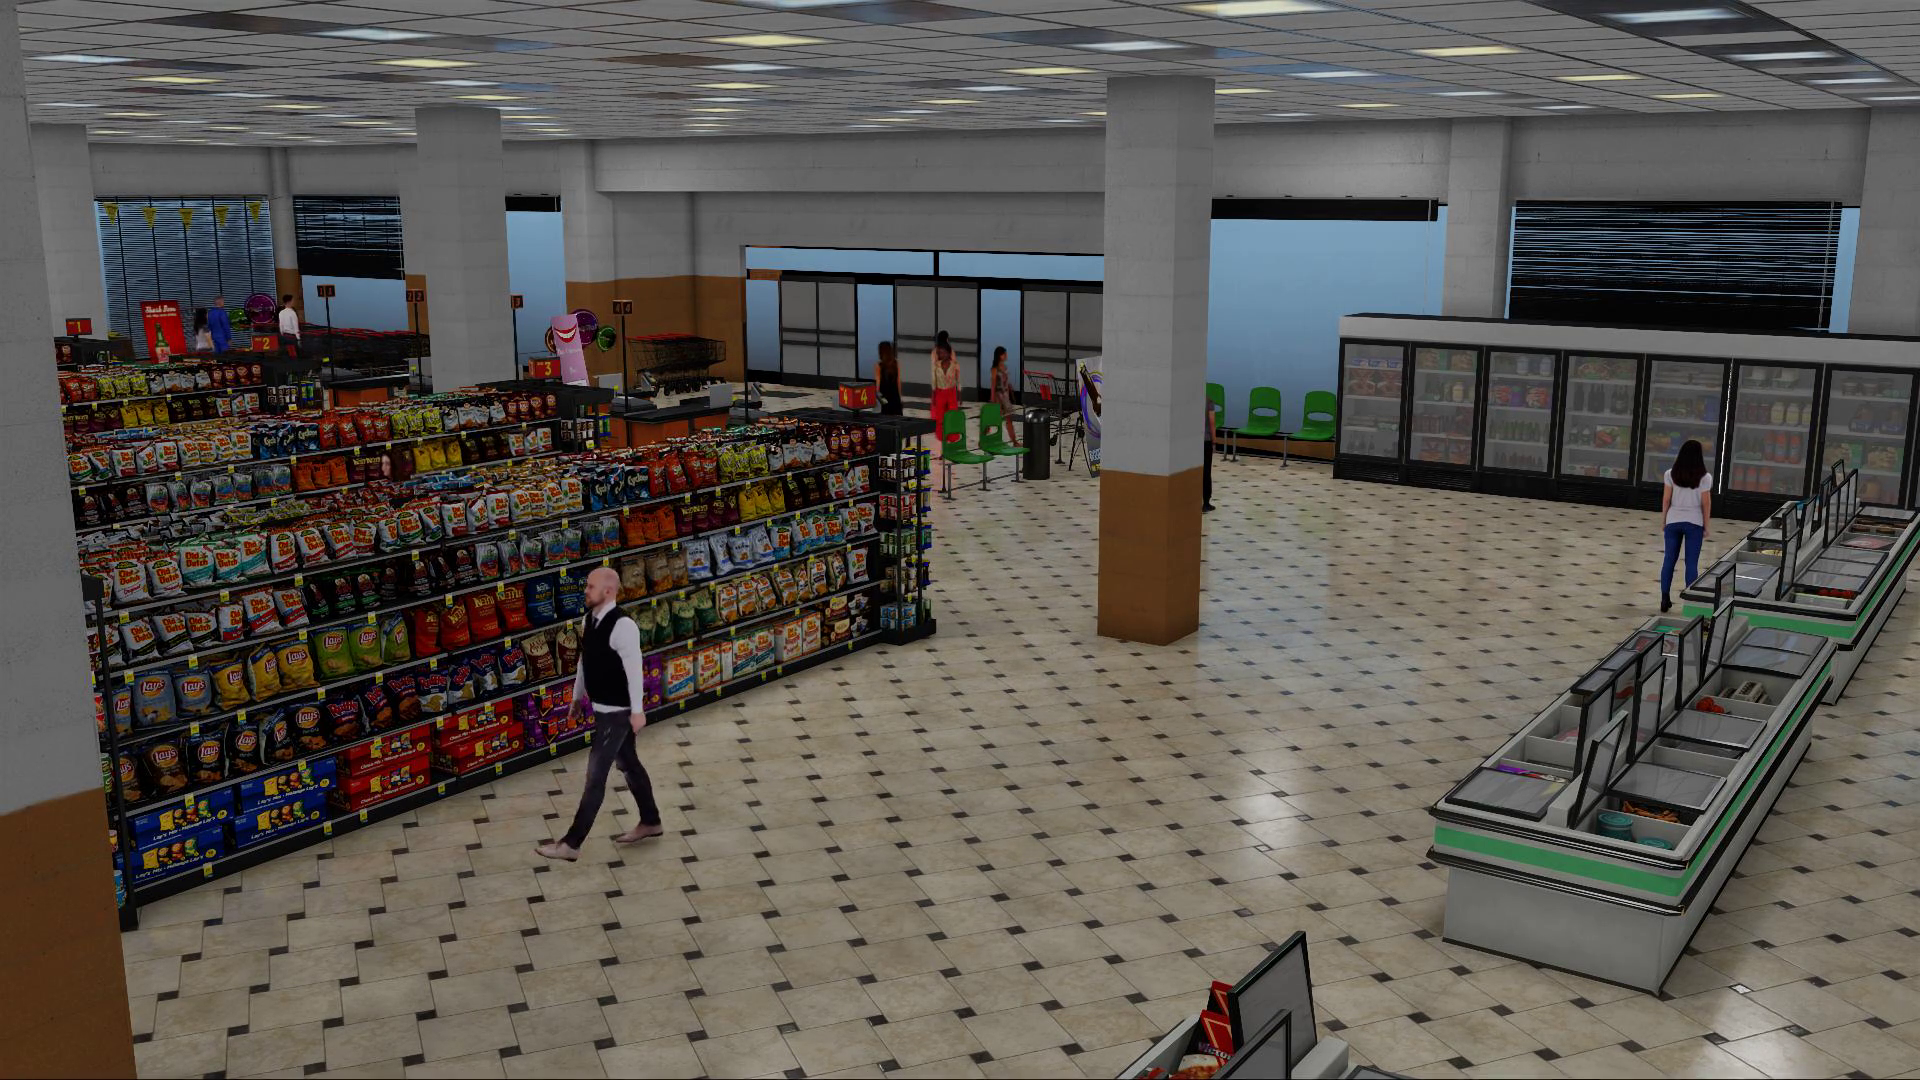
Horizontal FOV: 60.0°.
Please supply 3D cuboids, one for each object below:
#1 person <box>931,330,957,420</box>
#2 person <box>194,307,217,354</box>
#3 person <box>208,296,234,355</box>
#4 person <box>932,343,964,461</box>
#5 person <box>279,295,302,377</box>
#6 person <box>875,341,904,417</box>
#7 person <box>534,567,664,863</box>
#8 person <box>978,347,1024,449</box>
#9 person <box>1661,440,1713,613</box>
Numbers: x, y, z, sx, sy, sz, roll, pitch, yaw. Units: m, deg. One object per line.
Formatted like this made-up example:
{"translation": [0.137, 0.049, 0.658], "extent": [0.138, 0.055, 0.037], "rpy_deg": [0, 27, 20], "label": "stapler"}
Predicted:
{"translation": [-0.277, -2.666, 28.010], "extent": [0.716, 1.725, 0.752], "rpy_deg": [0, 12, -2], "label": "person"}
{"translation": [-15.407, -3.841, 33.714], "extent": [0.692, 1.673, 1.015], "rpy_deg": [11, 16, 42], "label": "person"}
{"translation": [-15.787, -4.291, 35.484], "extent": [0.748, 1.826, 0.597], "rpy_deg": [6, 13, 27], "label": "person"}
{"translation": [-0.200, -2.071, 25.035], "extent": [0.707, 1.787, 0.736], "rpy_deg": [0, 12, 1], "label": "person"}
{"translation": [-14.139, -4.232, 35.095], "extent": [0.647, 1.870, 0.626], "rpy_deg": [6, 13, 26], "label": "person"}
{"translation": [-1.022, -2.022, 24.719], "extent": [0.890, 1.822, 0.896], "rpy_deg": [-5, 13, -23], "label": "person"}
{"translation": [-2.045, 1.053, 10.200], "extent": [1.226, 1.785, 0.937], "rpy_deg": [-9, 15, -36], "label": "person"}
{"translation": [0.551, -2.197, 26.087], "extent": [0.834, 1.599, 1.100], "rpy_deg": [5, 13, 23], "label": "person"}
{"translation": [6.973, -0.118, 16.007], "extent": [0.620, 1.685, 0.545], "rpy_deg": [10, 16, 40], "label": "person"}
